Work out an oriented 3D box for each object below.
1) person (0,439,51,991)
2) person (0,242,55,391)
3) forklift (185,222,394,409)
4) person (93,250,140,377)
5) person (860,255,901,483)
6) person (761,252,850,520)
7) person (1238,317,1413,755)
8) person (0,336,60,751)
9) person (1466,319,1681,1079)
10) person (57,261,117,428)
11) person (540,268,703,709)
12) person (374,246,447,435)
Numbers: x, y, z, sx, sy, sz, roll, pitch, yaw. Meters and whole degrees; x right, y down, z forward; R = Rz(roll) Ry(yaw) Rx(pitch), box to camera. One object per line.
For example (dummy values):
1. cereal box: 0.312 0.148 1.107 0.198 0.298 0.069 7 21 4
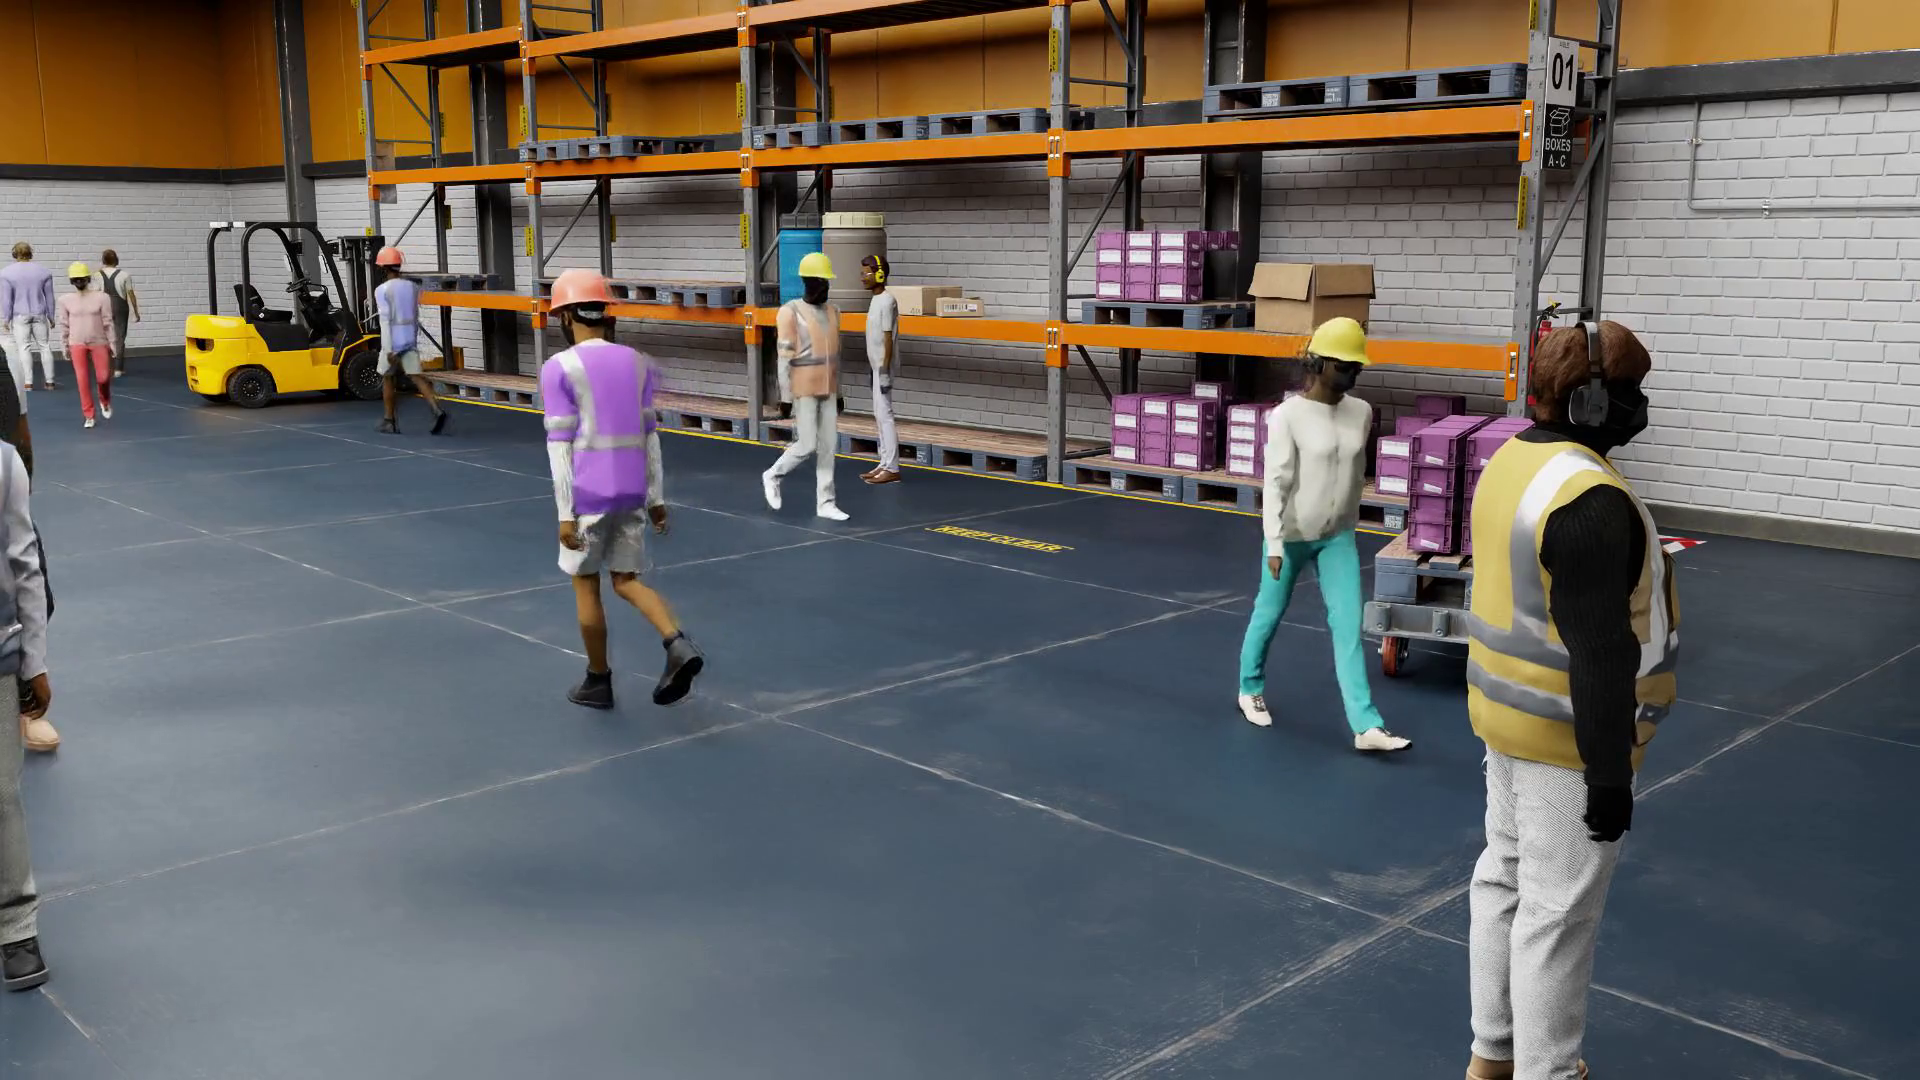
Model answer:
1. person: -2.702 0.331 4.349 0.586 1.824 0.404 -8 13 -39
2. person: -12.143 -2.913 21.706 0.635 1.937 0.352 -10 14 -44
3. forklift: -8.169 -2.758 20.163 2.313 2.155 1.214 -10 14 -44
4. person: -12.177 -3.279 24.069 0.517 1.804 0.920 -2 11 -9
5. person: -0.656 -1.394 13.646 0.328 1.862 0.515 -3 11 -13
6. person: -1.101 -1.089 11.864 0.608 1.911 0.592 8 13 37
7. person: 1.414 -0.024 6.593 0.554 1.702 0.958 -5 12 -25
8. person: -3.776 -0.129 6.248 0.540 2.000 0.685 8 13 36
9. person: 1.349 0.438 3.701 0.429 1.844 0.627 0 10 -1
10. person: -9.256 -2.077 17.654 0.538 1.748 0.491 -4 11 -22
11. person: -1.439 -0.187 6.987 0.732 1.900 0.551 9 14 40
12. person: -5.607 -2.002 16.810 0.866 1.914 0.538 7 12 33
